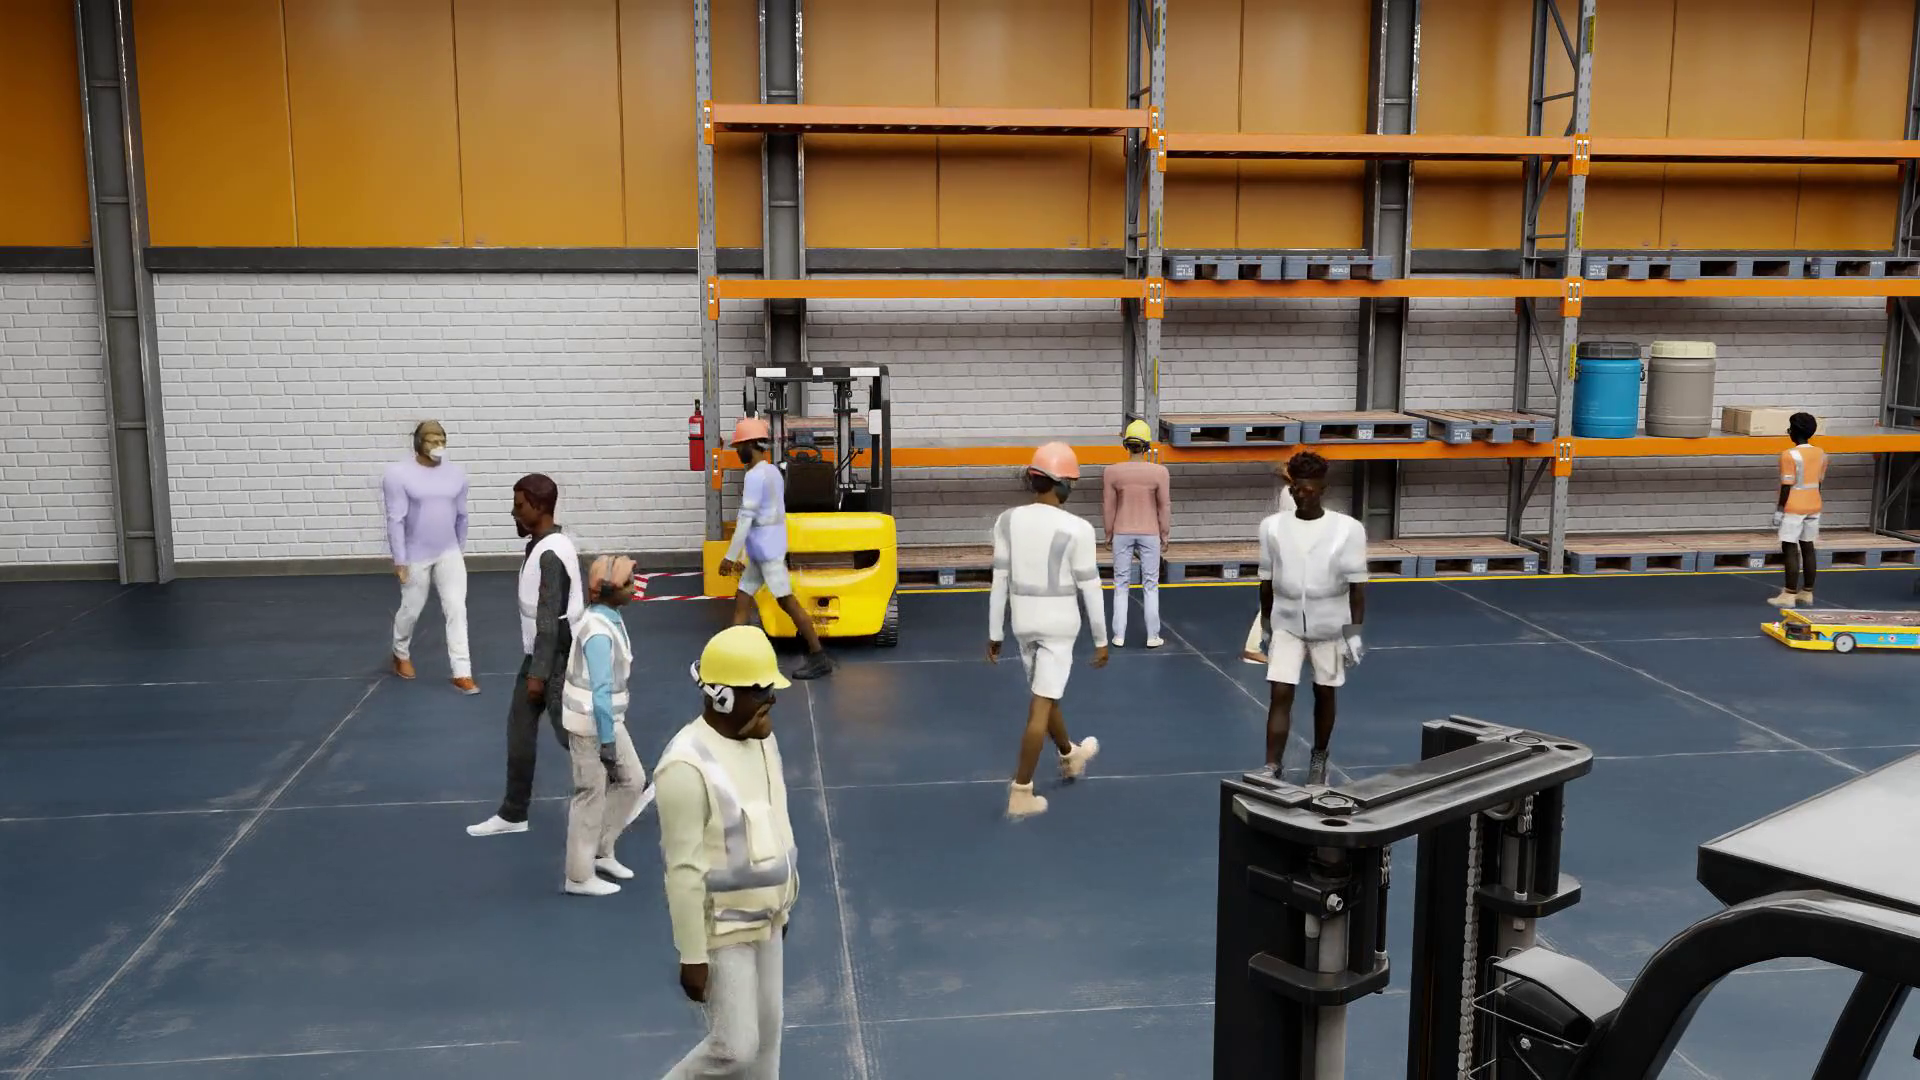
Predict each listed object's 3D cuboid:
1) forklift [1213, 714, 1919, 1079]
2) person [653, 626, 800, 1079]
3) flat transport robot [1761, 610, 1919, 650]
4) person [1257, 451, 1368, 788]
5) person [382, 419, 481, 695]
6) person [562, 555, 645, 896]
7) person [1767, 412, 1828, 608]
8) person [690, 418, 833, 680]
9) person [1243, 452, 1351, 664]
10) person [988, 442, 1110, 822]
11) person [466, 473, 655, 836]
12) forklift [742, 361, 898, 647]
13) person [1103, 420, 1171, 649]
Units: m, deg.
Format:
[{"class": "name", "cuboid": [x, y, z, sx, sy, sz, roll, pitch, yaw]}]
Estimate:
[{"class": "forklift", "cuboid": [1.441, 1.425, 2.350, 1.214, 2.155, 2.313, -7, 12, -39]}, {"class": "person", "cuboid": [-0.723, 1.158, 5.170, 0.521, 1.818, 0.613, 3, 10, 21]}, {"class": "flat transport robot", "cuboid": [7.073, 0.695, 12.888, 1.431, 0.197, 0.652, 1, 9, 7]}, {"class": "person", "cuboid": [1.884, 0.487, 9.025, 0.633, 1.918, 0.953, 4, 10, 22]}, {"class": "person", "cuboid": [-3.718, 0.095, 11.598, 0.632, 1.902, 0.987, -7, 12, -39]}, {"class": "person", "cuboid": [-1.655, 0.859, 7.656, 0.416, 1.611, 0.546, -1, 9, -5]}, {"class": "person", "cuboid": [7.251, -0.258, 14.399, 0.540, 1.695, 0.317, -5, 10, -27]}, {"class": "person", "cuboid": [-1.390, 0.071, 11.844, 1.042, 1.870, 0.556, 0, 9, -2]}, {"class": "person", "cuboid": [2.479, 0.141, 12.225, 0.777, 1.589, 0.514, 2, 9, 10]}, {"class": "person", "cuboid": [0.546, 0.461, 9.009, 0.622, 1.985, 1.047, 8, 12, 40]}, {"class": "person", "cuboid": [-2.057, 0.590, 8.539, 0.915, 1.886, 0.609, -4, 10, -22]}, {"class": "forklift", "cuboid": [-1.154, -0.340, 13.365, 1.214, 2.155, 2.313, -1, 9, -7]}, {"class": "person", "cuboid": [1.360, -0.038, 12.815, 0.523, 1.769, 0.310, 2, 9, 10]}]
